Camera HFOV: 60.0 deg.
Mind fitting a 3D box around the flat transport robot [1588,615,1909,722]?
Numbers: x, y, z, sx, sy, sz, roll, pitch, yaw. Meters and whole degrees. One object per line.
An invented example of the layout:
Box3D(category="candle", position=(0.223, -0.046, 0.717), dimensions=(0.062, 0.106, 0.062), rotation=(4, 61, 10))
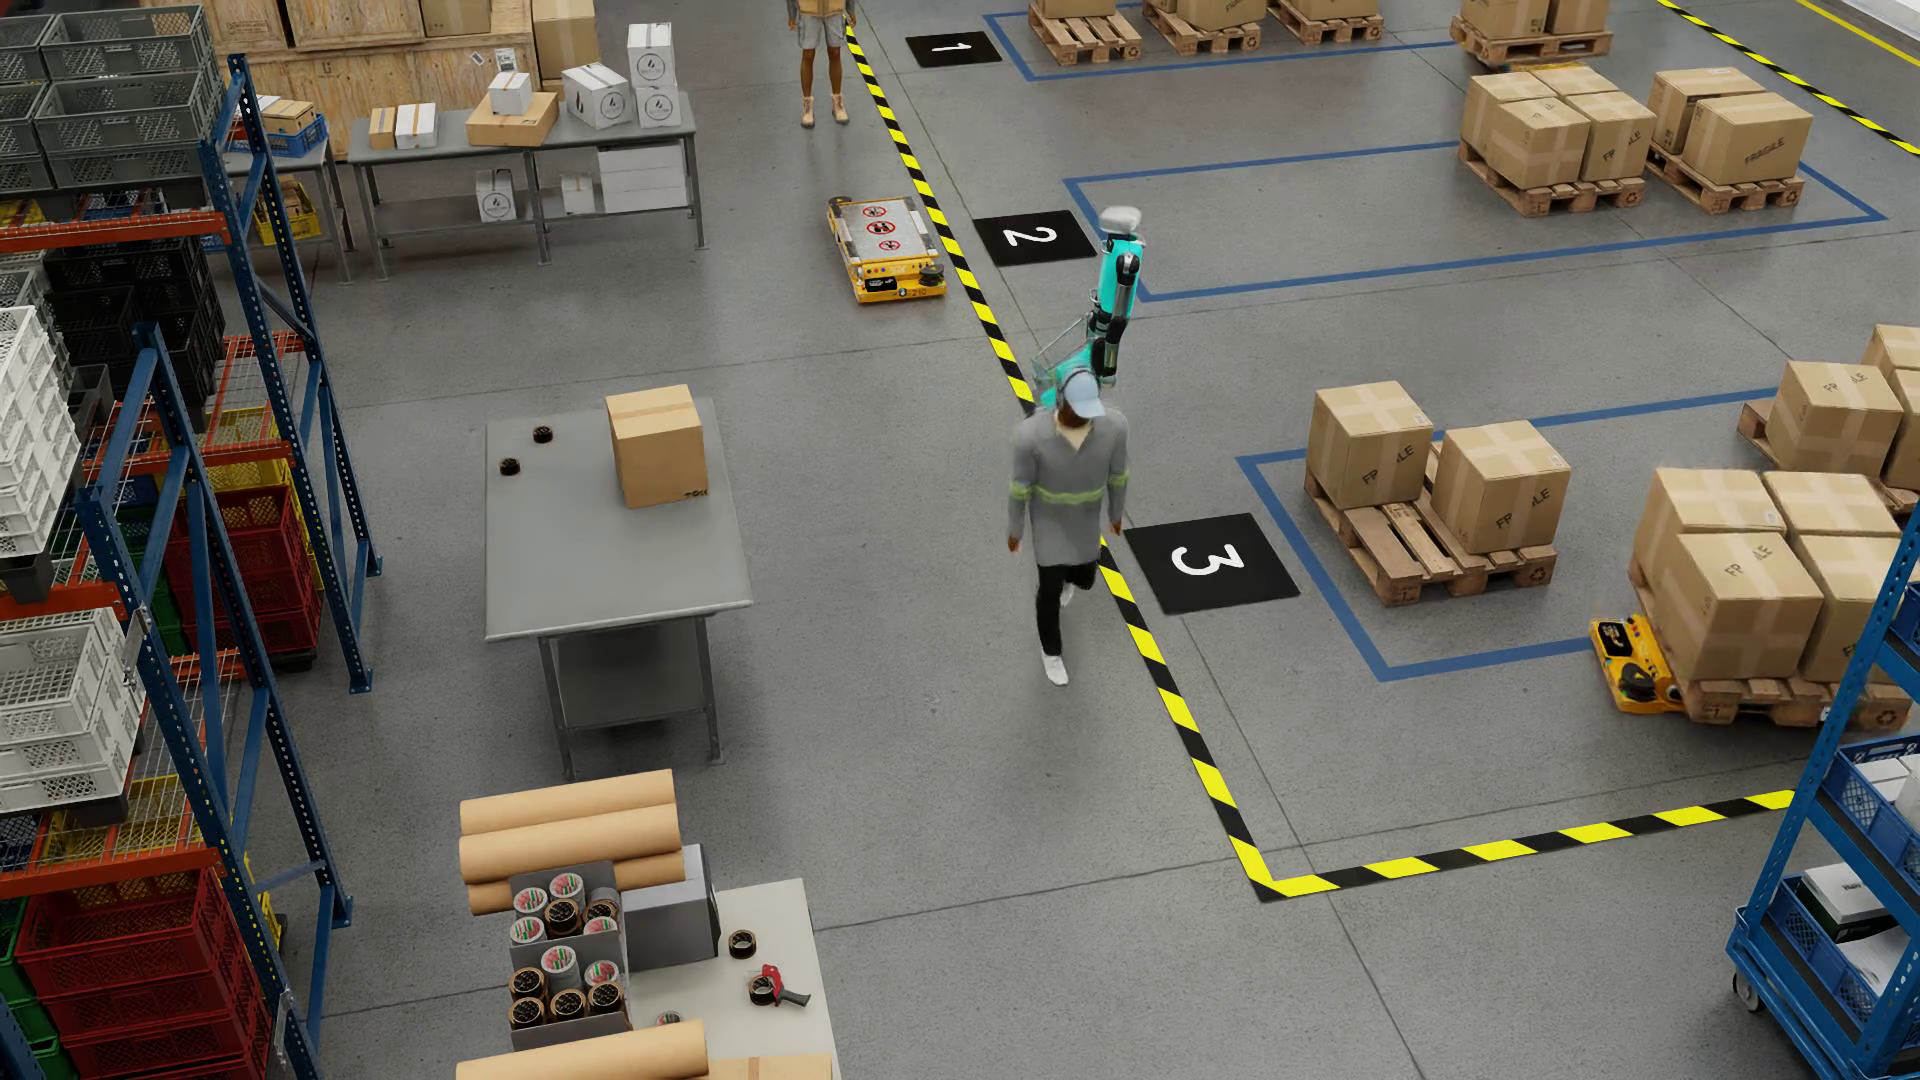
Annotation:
Box3D(category="flat transport robot", position=(4.101, 0.637, 8.674), dimensions=(1.431, 0.197, 0.652), rotation=(2, 37, 2))

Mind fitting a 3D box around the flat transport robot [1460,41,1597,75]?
Box3D(category="flat transport robot", position=(5.328, -4.523, 15.610), dimensions=(0.652, 0.197, 1.431), rotation=(-8, 37, -10))

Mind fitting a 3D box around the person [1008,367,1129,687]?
Box3D(category="person", position=(0.537, -0.165, 8.472), dimensions=(0.620, 1.826, 0.662), rotation=(-6, 37, -8))

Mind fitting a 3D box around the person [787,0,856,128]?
Box3D(category="person", position=(-1.171, -4.520, 14.155), dimensions=(0.607, 2.031, 0.406), rotation=(-7, 37, -10))

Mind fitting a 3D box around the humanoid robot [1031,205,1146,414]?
Box3D(category="humanoid robot", position=(0.682, -1.172, 9.786), dimensions=(0.735, 1.677, 0.533), rotation=(-1, 37, -1))

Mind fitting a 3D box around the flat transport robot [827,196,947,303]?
Box3D(category="flat transport robot", position=(-0.570, -2.220, 12.538), dimensions=(0.659, 0.231, 1.431), rotation=(-8, 37, -10))
